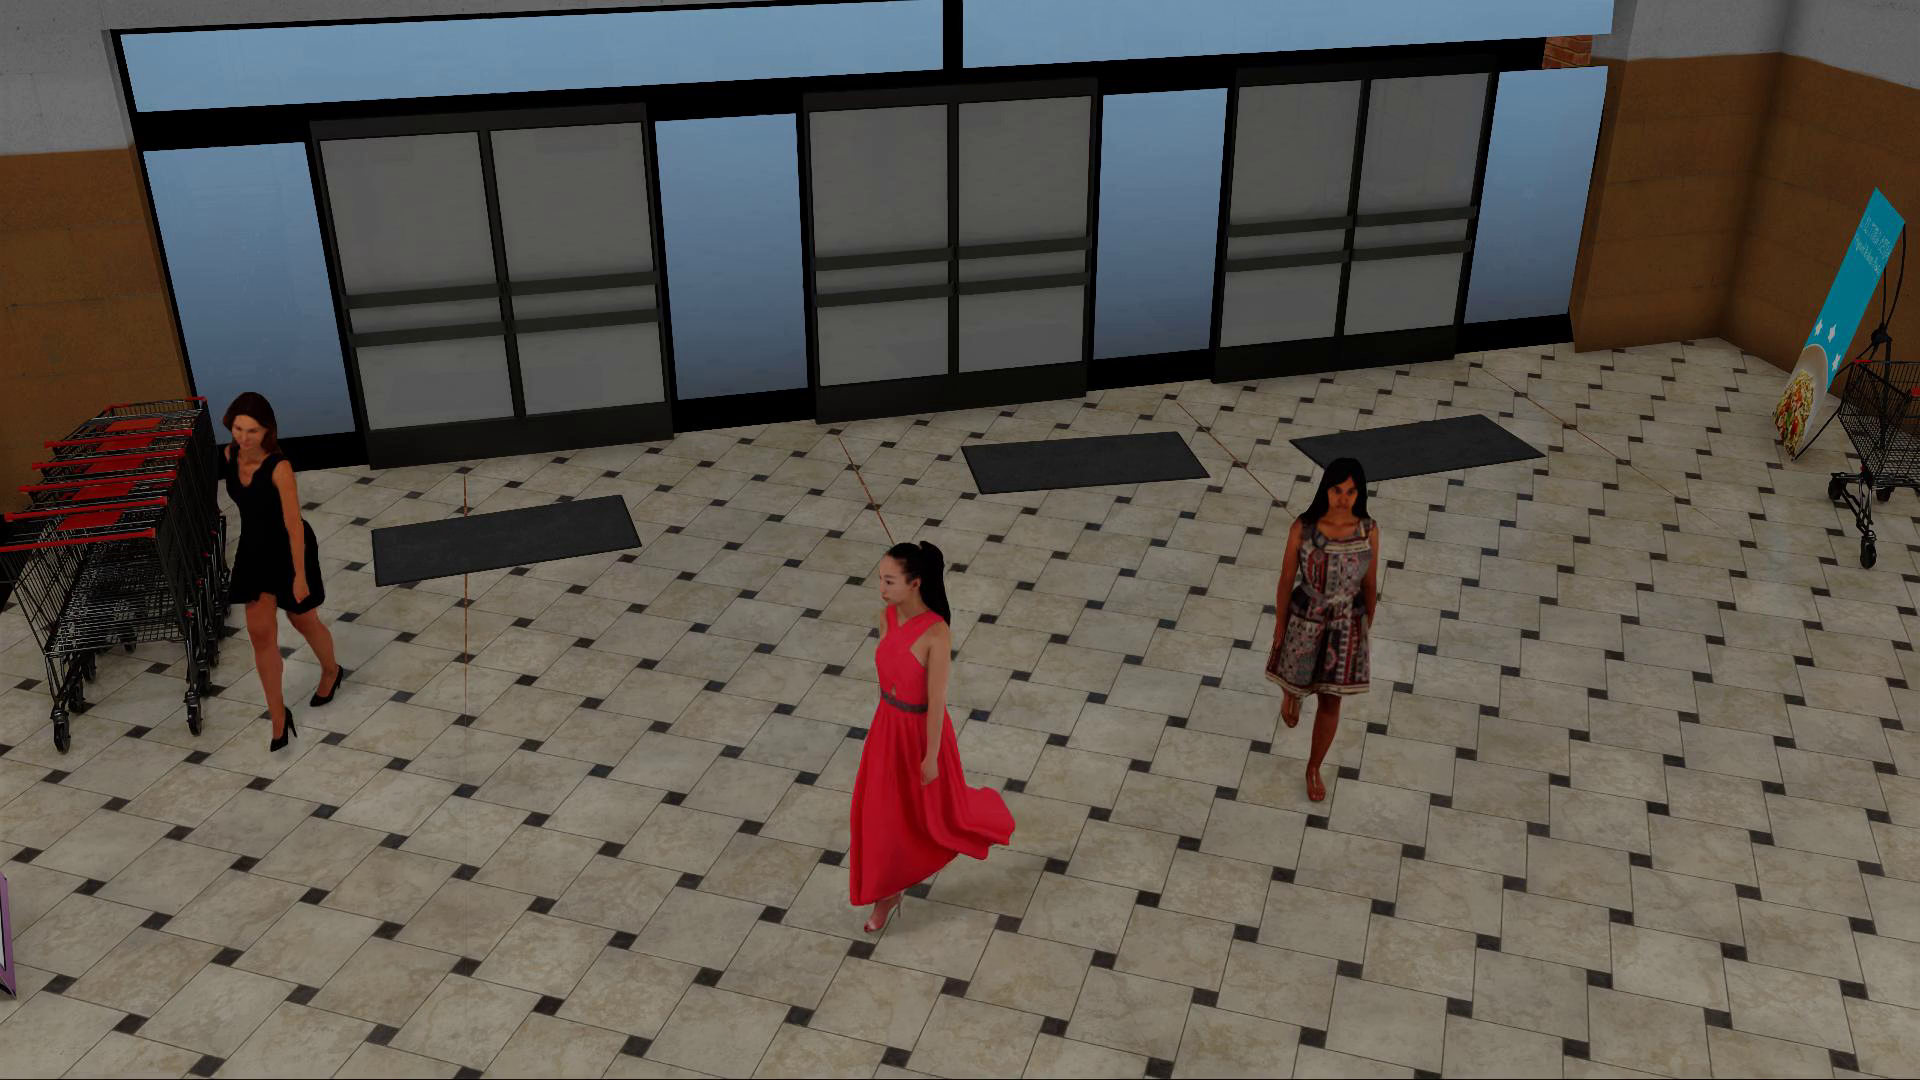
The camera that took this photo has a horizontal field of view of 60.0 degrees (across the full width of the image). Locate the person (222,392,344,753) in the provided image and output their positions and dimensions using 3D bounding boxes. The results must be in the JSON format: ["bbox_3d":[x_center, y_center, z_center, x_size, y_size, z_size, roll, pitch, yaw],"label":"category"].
[{"bbox_3d":[-3.201,0.101,7.927,0.871,1.792,0.975,14,30,26],"label":"person"}]

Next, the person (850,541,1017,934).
[{"bbox_3d":[-0.120,0.787,6.676,0.979,1.700,1.041,-23,35,-38],"label":"person"}]

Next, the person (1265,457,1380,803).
[{"bbox_3d":[1.661,0.355,7.607,0.801,1.629,0.983,2,27,3],"label":"person"}]
